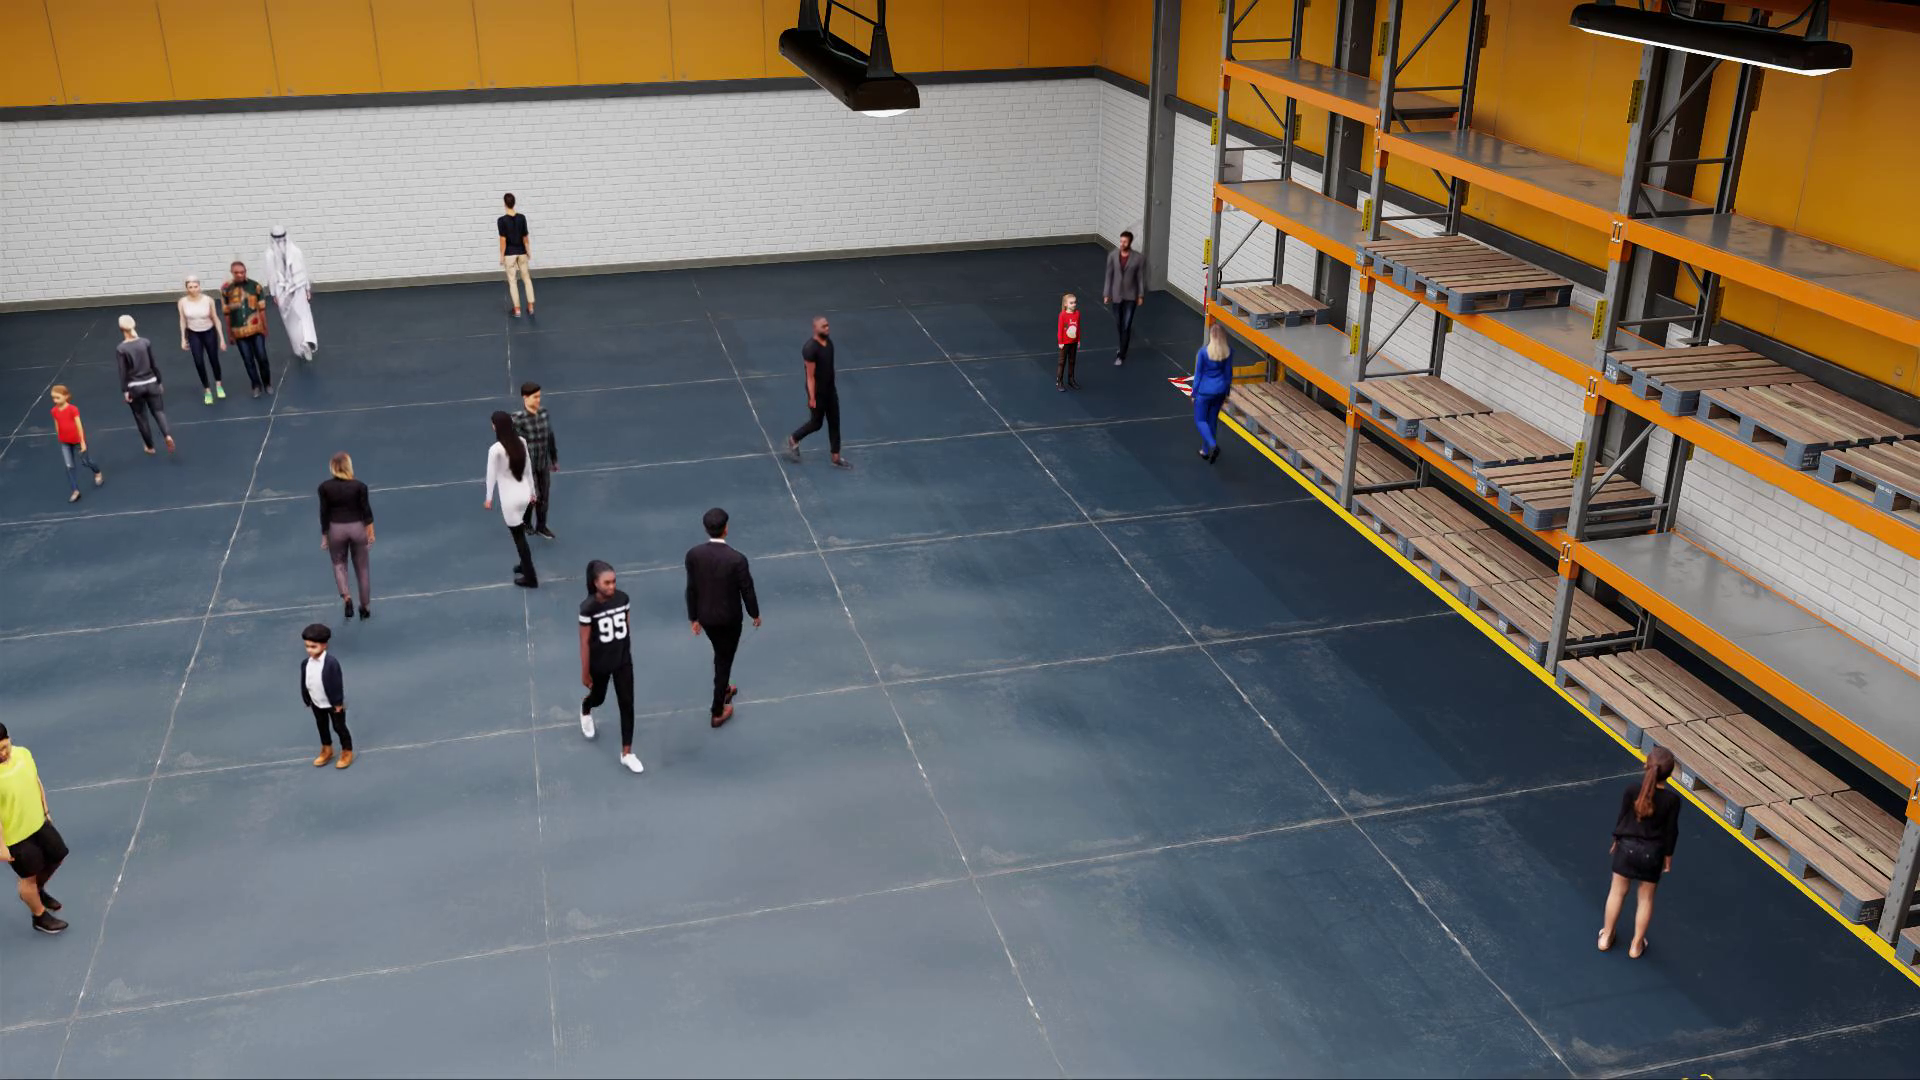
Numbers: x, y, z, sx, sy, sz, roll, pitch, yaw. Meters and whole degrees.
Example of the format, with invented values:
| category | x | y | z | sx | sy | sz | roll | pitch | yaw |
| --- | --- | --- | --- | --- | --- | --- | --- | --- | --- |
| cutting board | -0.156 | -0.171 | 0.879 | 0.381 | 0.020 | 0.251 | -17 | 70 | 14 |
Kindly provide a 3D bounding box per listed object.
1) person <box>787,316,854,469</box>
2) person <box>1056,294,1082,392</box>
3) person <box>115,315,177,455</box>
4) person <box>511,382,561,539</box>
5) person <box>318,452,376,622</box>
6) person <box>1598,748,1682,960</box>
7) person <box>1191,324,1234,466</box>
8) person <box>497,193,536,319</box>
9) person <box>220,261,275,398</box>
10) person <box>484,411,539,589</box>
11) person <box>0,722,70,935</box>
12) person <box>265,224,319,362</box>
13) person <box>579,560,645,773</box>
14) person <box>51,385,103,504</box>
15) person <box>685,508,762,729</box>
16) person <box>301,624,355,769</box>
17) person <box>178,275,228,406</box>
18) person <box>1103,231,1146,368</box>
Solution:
| category | x | y | z | sx | sy | sz | roll | pitch | yaw |
| --- | --- | --- | --- | --- | --- | --- | --- | --- | --- |
| person | -1.670 | -1.713 | 19.269 | 1.182 | 1.796 | 1.111 | 14 | 27 | 28 |
| person | 1.440 | -2.627 | 22.003 | 0.549 | 1.281 | 0.558 | -14 | 27 | -28 |
| person | -9.585 | -1.797 | 19.567 | 0.823 | 1.711 | 0.936 | -20 | 31 | -39 |
| person | -4.479 | -0.837 | 17.210 | 0.835 | 1.707 | 0.819 | 17 | 29 | 34 |
| person | -5.705 | 0.016 | 15.485 | 0.631 | 1.659 | 0.649 | -5 | 24 | -11 |
| person | 4.475 | 2.049 | 10.965 | 0.648 | 1.555 | 0.705 | 12 | 26 | 26 |
| person | 2.939 | -1.656 | 19.280 | 0.629 | 1.682 | 0.888 | -6 | 24 | -14 |
| person | -6.716 | -4.310 | 25.134 | 0.721 | 1.856 | 0.684 | -18 | 30 | -36 |
| person | -9.296 | -2.762 | 21.670 | 0.716 | 1.795 | 0.708 | -9 | 25 | -19 |
| person | -4.273 | -0.366 | 16.195 | 0.838 | 1.789 | 0.778 | 11 | 26 | 24 |
| person | -6.365 | 1.916 | 11.119 | 0.863 | 1.675 | 0.796 | 6 | 24 | 13 |
| person | -9.216 | -3.364 | 22.915 | 0.817 | 1.902 | 1.119 | -11 | 26 | -24 |
| person | -2.851 | 0.963 | 13.271 | 0.952 | 1.697 | 1.243 | -17 | 29 | -34 |
| person | -9.847 | -1.115 | 18.531 | 0.610 | 1.290 | 0.888 | 0 | 24 | -1 |
| person | -2.025 | 0.683 | 13.715 | 0.939 | 1.855 | 1.013 | 9 | 25 | 20 |
| person | -5.054 | 1.228 | 13.257 | 0.581 | 1.221 | 0.609 | 5 | 24 | 12 |
| person | -9.786 | -2.623 | 21.502 | 0.742 | 1.675 | 0.883 | -10 | 26 | -22 |
| person | 2.293 | -3.363 | 23.008 | 1.184 | 1.824 | 1.316 | 10 | 25 | 21 |
